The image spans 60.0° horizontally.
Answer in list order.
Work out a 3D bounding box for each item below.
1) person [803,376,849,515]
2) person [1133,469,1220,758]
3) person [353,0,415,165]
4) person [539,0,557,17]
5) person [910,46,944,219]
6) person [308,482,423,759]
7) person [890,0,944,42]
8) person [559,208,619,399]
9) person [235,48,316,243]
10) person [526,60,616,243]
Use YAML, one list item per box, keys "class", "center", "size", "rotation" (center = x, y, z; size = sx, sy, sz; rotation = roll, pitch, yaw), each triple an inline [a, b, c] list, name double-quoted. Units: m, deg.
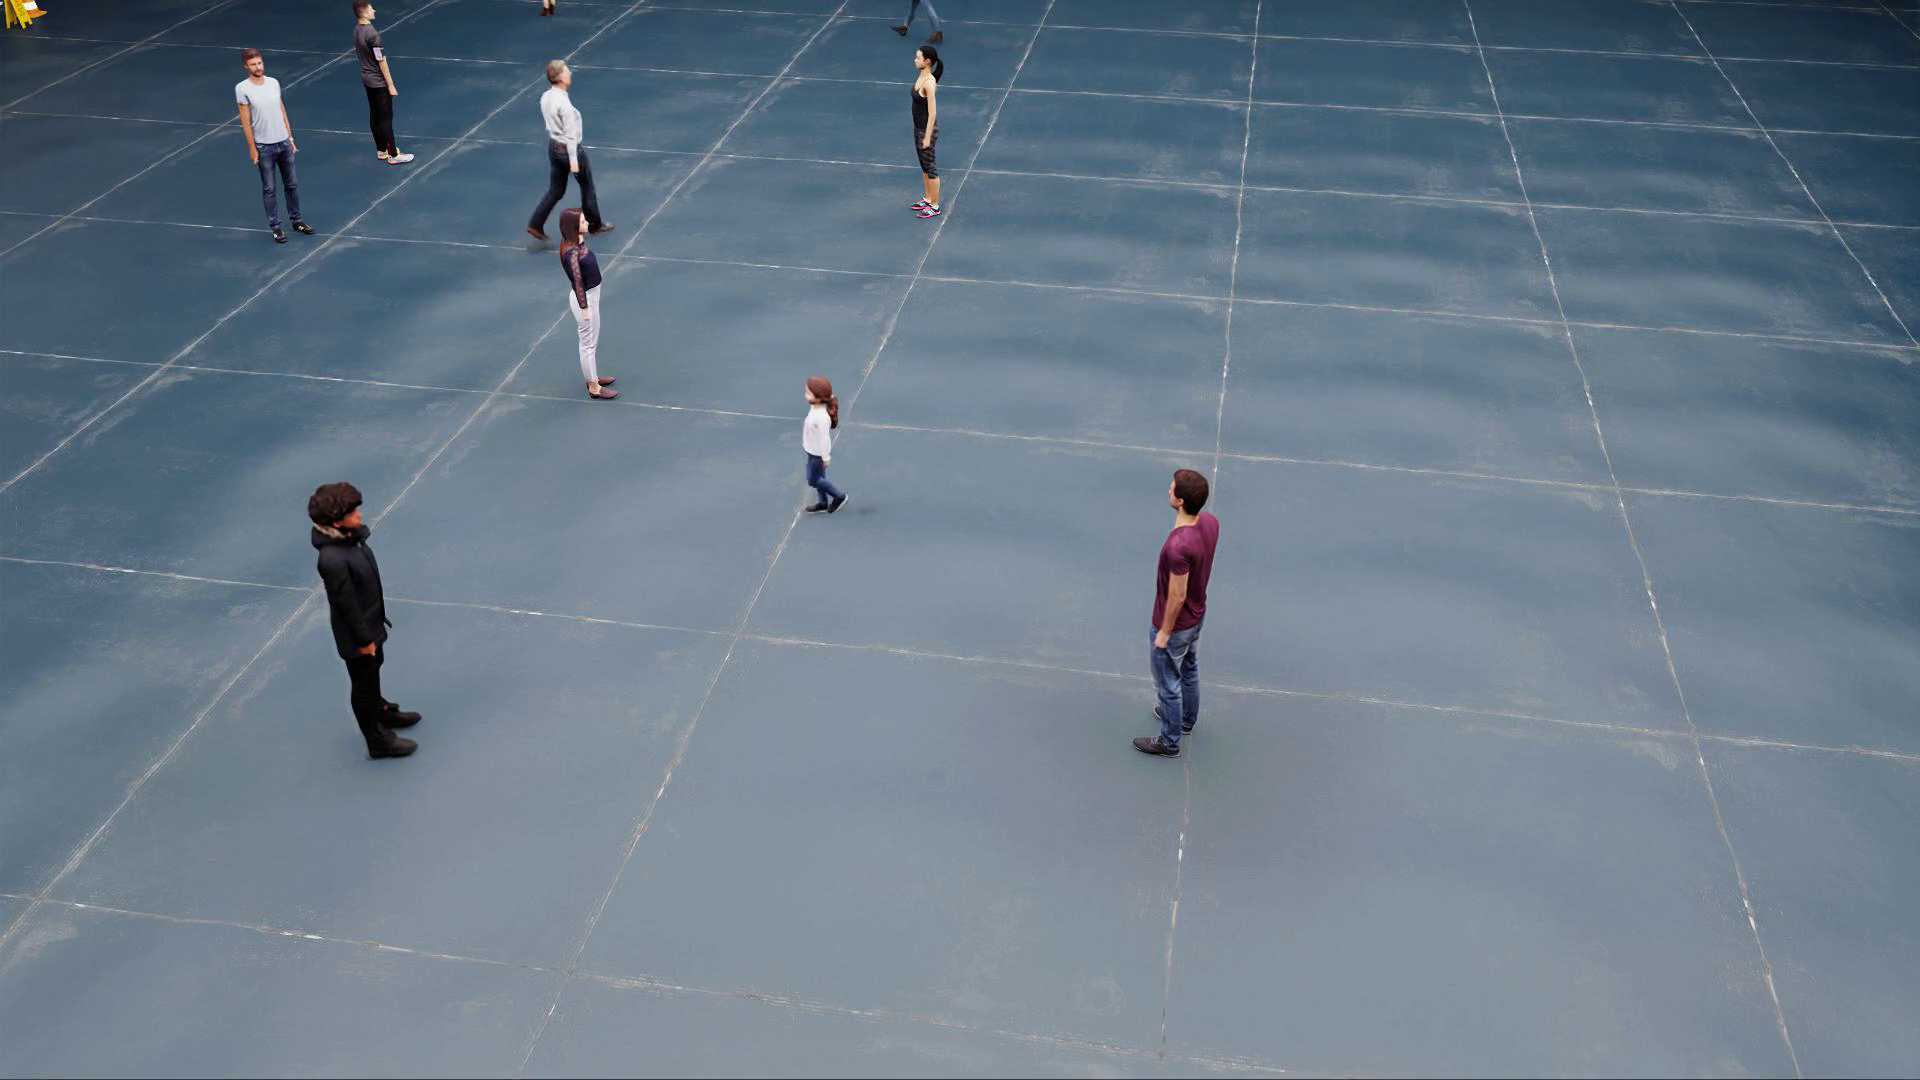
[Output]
- class: "person"
  center: [-0.969, -0.675, 11.977]
  size: [0.599, 1.103, 0.532]
  rotation: [-7, 33, -11]
- class: "person"
  center: [1.261, 0.416, 9.543]
  size: [0.674, 1.853, 0.729]
  rotation: [17, 36, 25]
- class: "person"
  center: [-6.408, -5.032, 18.264]
  size: [0.777, 1.764, 0.685]
  rotation: [-27, 41, -35]
- class: "person"
  center: [-5.907, -8.004, 23.671]
  size: [0.518, 1.021, 0.491]
  rotation: [19, 37, 27]
- class: "person"
  center: [-0.331, -4.161, 16.916]
  size: [0.671, 1.730, 0.653]
  rotation: [-9, 33, -13]
- class: "person"
  center: [-3.467, 0.457, 9.554]
  size: [0.689, 1.773, 0.697]
  rotation: [-5, 33, -8]
- class: "person"
  center: [-0.454, -7.469, 22.285]
  size: [1.048, 1.595, 0.706]
  rotation: [9, 33, 15]
- class: "person"
  center: [-3.024, -1.926, 13.486]
  size: [0.671, 1.608, 0.674]
  rotation: [-7, 33, -12]
- class: "person"
  center: [-6.787, -3.899, 16.373]
  size: [0.719, 1.866, 0.705]
  rotation: [26, 40, 34]
- class: "person"
  center: [-3.911, -3.747, 16.201]
  size: [1.169, 1.791, 1.193]
  rotation: [-27, 41, -35]
